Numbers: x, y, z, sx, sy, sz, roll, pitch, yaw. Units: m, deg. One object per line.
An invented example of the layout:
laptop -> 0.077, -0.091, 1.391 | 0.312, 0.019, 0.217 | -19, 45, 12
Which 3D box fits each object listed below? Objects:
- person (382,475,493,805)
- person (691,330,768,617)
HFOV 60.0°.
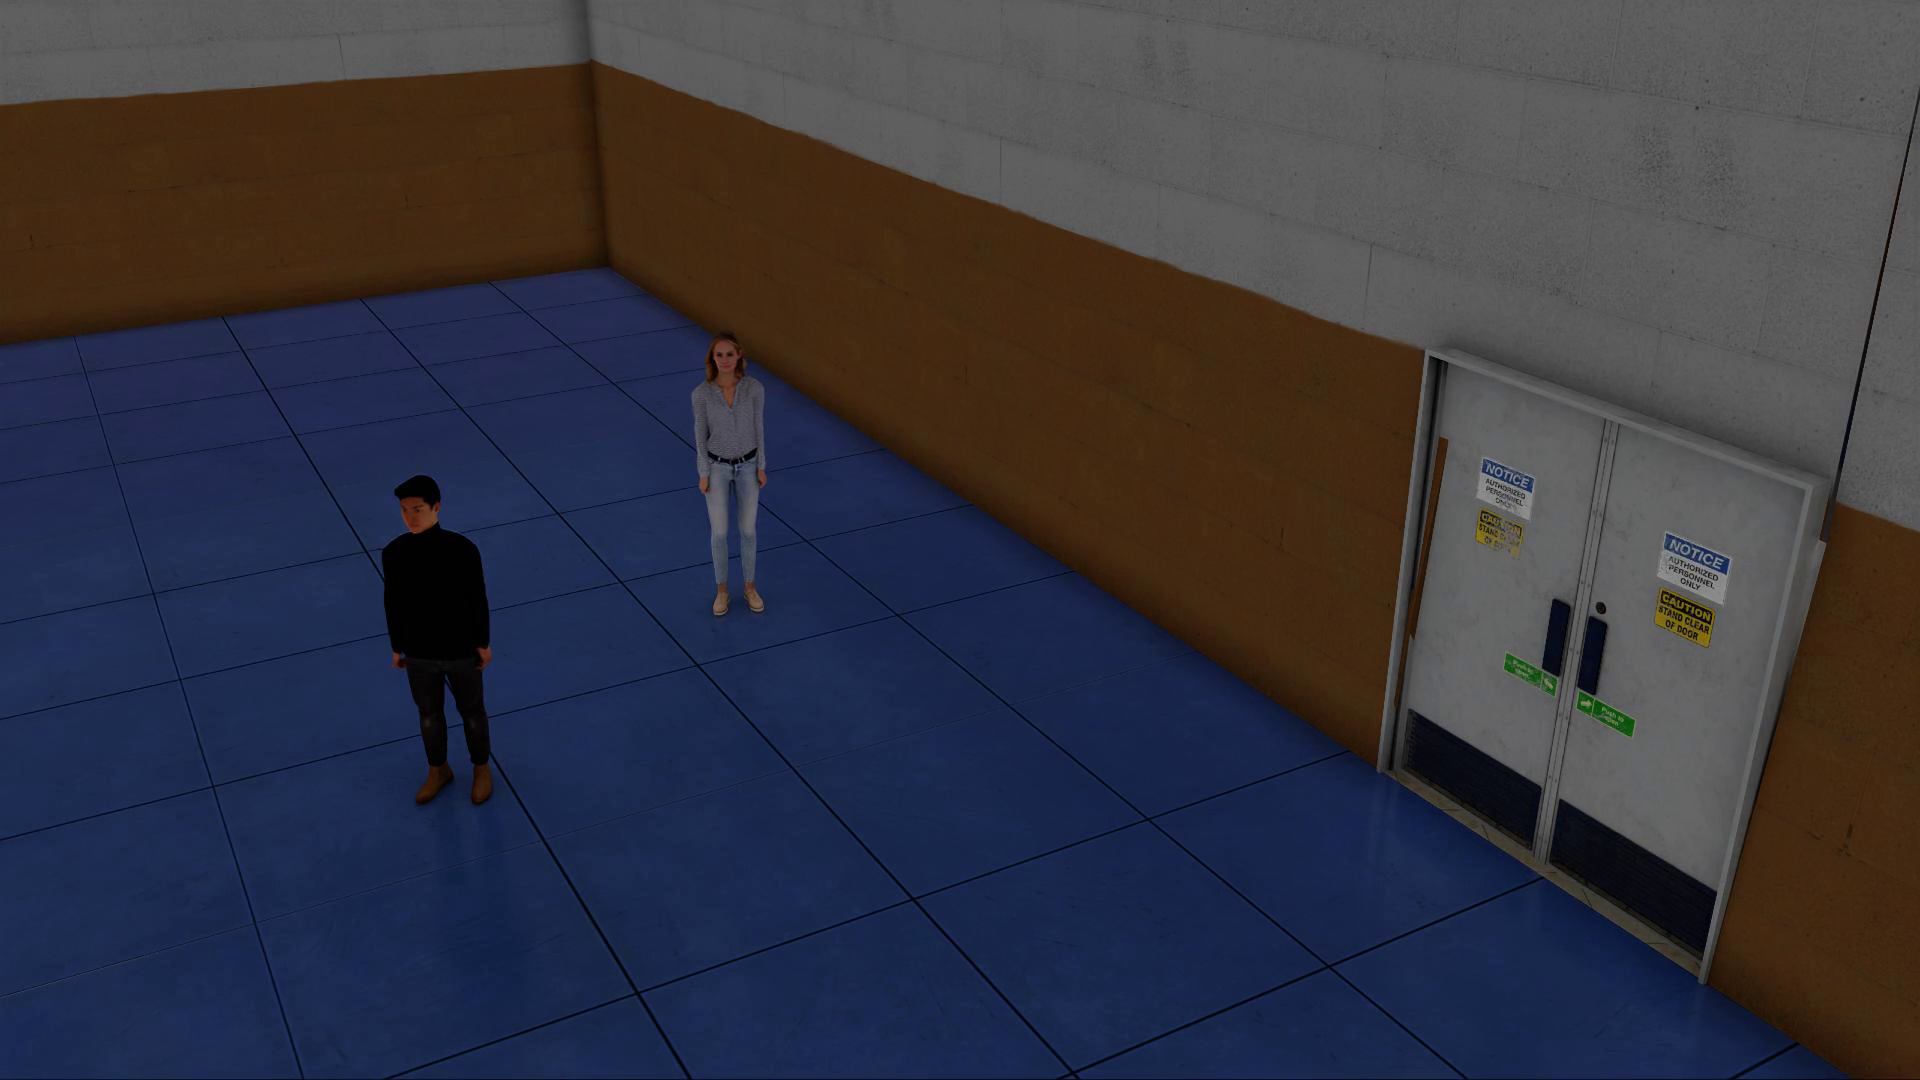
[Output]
person -> -2.561, 0.491, 8.209 | 0.658, 1.722, 0.786 | 0, 24, 1
person -> -1.400, -0.414, 10.186 | 0.547, 1.796, 0.703 | -6, 24, -13
